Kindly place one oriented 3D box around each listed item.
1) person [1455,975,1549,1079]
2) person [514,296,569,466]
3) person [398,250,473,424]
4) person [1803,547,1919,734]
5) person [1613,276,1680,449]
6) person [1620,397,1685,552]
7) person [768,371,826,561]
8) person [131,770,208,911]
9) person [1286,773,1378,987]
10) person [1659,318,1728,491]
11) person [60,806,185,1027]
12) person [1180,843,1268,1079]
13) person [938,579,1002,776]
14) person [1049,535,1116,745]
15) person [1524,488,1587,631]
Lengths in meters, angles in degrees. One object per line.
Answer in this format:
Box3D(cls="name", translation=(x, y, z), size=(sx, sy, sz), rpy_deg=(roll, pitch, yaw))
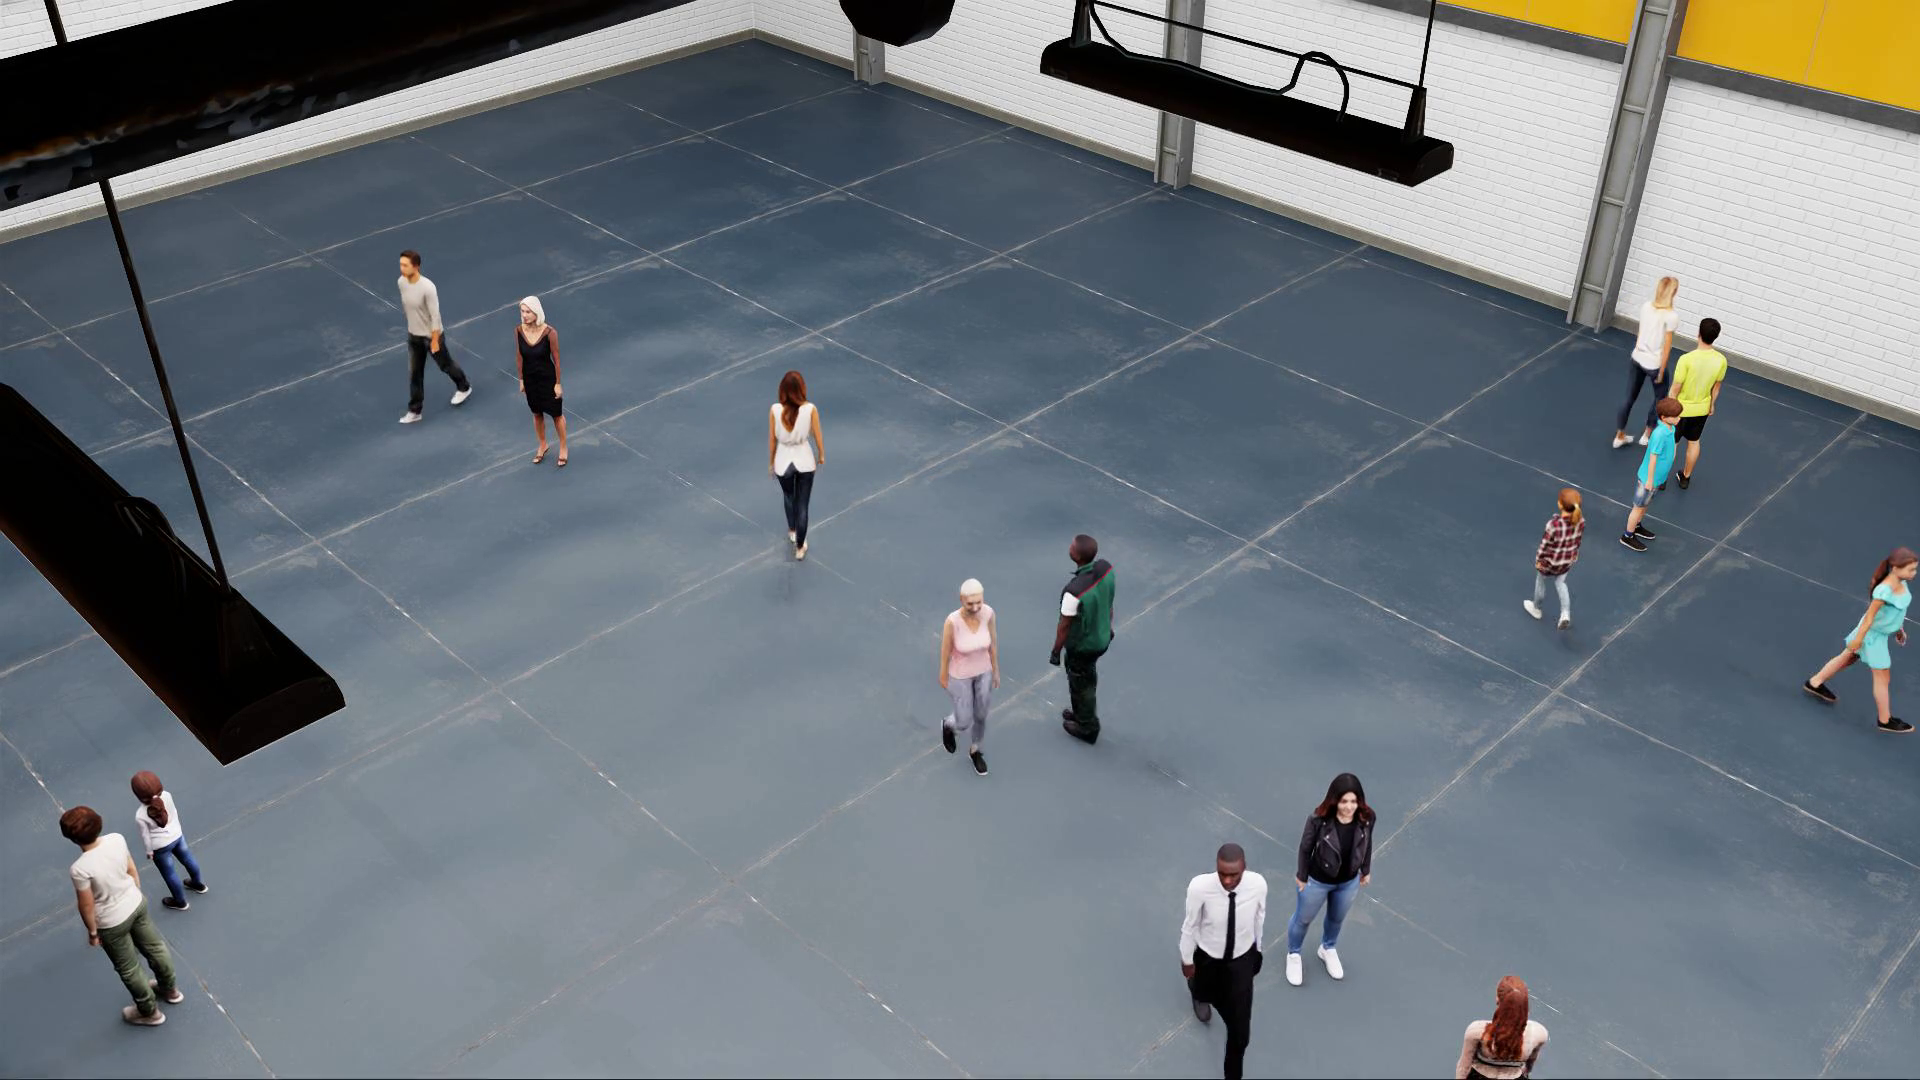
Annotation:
Box3D(cls="person", translation=(2.861, 3.073, 8.909), size=(1.148, 1.698, 1.070), rpy_deg=(6, 34, 9))
Box3D(cls="person", translation=(-3.961, -1.514, 15.765), size=(0.613, 1.748, 0.723), rpy_deg=(8, 34, 11))
Box3D(cls="person", translation=(-5.250, -2.077, 16.595), size=(1.198, 1.765, 0.994), rpy_deg=(16, 37, 22))
Box3D(cls="person", translation=(6.888, 0.687, 12.663), size=(1.054, 1.515, 0.574), rpy_deg=(27, 42, 34))
Box3D(cls="person", translation=(6.538, -1.660, 15.939), size=(0.782, 1.799, 0.752), rpy_deg=(-16, 37, -23))
Box3D(cls="person", translation=(6.118, -0.613, 14.679), size=(0.511, 1.449, 0.550), rpy_deg=(22, 40, 30))
Box3D(cls="person", translation=(-1.432, -0.596, 14.362), size=(0.817, 1.772, 0.877), rpy_deg=(0, 34, 0))
Box3D(cls="person", translation=(-5.296, 1.981, 11.082), size=(0.541, 1.110, 0.503), rpy_deg=(13, 36, 19))
Box3D(cls="person", translation=(2.321, 2.104, 10.424), size=(0.721, 1.634, 0.753), rpy_deg=(-4, 34, -7))
Box3D(cls="person", translation=(6.768, -1.254, 15.410), size=(0.688, 1.707, 0.739), rpy_deg=(-1, 34, -2))
Box3D(cls="person", translation=(-5.122, 2.284, 10.137), size=(0.655, 1.653, 0.643), rpy_deg=(9, 35, 13))
Box3D(cls="person", translation=(1.518, 2.407, 9.835), size=(1.205, 1.783, 1.301), rpy_deg=(-3, 34, -4))
Box3D(cls="person", translation=(0.035, 0.929, 12.126), size=(0.706, 1.708, 0.809), rpy_deg=(-14, 36, -20))
Box3D(cls="person", translation=(0.987, 0.775, 12.249), size=(0.716, 1.828, 0.749), rpy_deg=(22, 40, 30))
Box3D(cls="person", translation=(4.932, 0.167, 13.643), size=(0.754, 1.296, 0.860), rpy_deg=(-7, 34, -10))
